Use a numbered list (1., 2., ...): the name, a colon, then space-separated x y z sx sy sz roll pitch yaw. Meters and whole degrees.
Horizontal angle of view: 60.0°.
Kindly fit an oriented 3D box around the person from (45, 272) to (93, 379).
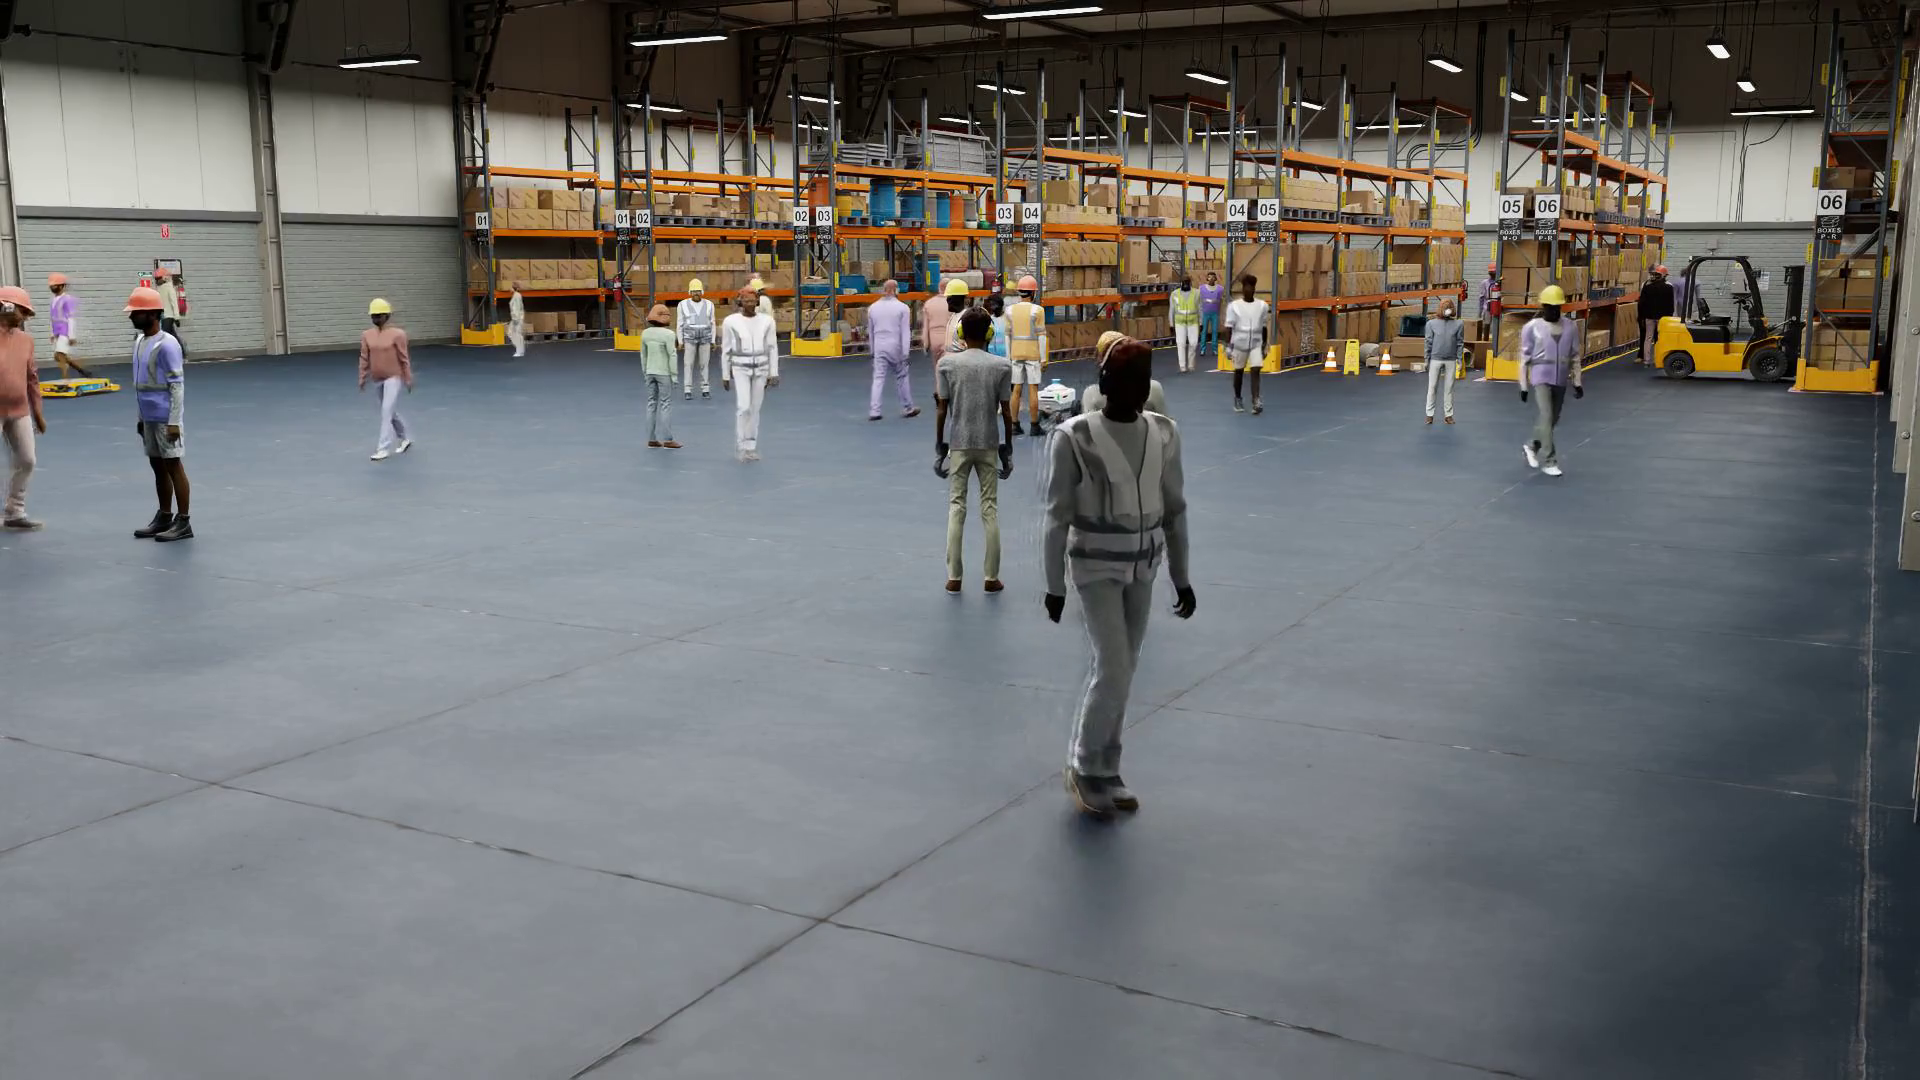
1. person: -14.390 -3.344 26.784 0.566 1.921 0.647 7 12 36

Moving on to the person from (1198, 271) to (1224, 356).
1. person: 5.474 -4.939 36.327 0.565 1.846 0.390 0 10 2

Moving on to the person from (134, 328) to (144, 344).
1. person: -13.967 -3.520 28.651 0.534 1.622 0.427 4 10 22

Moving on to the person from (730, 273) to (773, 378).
1. person: -3.699 -3.824 29.684 0.709 1.887 0.650 -4 11 -23

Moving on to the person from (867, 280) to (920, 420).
1. person: -0.899 -2.540 22.247 0.669 1.858 0.909 5 11 26

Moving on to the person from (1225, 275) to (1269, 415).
1. person: 3.970 -2.696 23.002 0.628 1.907 1.023 0 10 -2

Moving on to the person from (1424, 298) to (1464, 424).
1. person: 6.279 -2.320 21.603 0.505 1.636 0.278 1 10 7

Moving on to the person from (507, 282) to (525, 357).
1. person: -9.613 -4.769 35.990 0.375 1.625 0.516 -5 11 -25

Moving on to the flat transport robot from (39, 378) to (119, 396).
1. flat transport robot: -13.908 -2.399 26.057 0.652 0.197 1.431 1 10 6

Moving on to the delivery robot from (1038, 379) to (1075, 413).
1. delivery robot: 1.263 -1.874 21.879 0.477 0.478 0.707 4 10 22

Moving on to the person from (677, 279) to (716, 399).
1. person: -4.001 -3.052 25.315 0.601 1.830 0.403 -3 10 -19

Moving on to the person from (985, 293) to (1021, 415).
1. person: 0.563 -2.531 22.724 0.537 1.670 0.427 7 12 35

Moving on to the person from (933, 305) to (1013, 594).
1. person: 0.085 -0.572 10.730 0.519 1.861 0.318 0 10 -1

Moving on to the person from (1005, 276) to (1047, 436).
1. person: 0.810 -2.226 20.167 0.542 1.939 0.362 5 11 28

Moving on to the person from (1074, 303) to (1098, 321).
1. person: 3.221 -6.053 42.721 0.638 1.886 1.006 0 10 0

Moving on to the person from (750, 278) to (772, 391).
1. person: -3.266 -3.318 26.936 0.432 1.817 0.594 2 10 14

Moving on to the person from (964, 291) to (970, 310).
1. person: -0.021 -3.417 28.101 0.561 1.614 0.503 -4 10 -20

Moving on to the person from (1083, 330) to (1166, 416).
1. person: 1.033 -0.472 10.557 0.538 1.707 0.902 3 10 19

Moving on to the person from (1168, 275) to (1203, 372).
1. person: 4.232 -4.051 31.177 0.661 1.828 0.487 1 10 6

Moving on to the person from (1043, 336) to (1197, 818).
1. person: 0.630 0.152 6.450 0.576 1.867 0.501 -6 12 -33

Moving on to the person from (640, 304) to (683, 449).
1. person: -3.394 -1.845 18.834 0.501 1.631 0.286 6 12 32

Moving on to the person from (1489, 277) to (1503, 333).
1. person: 13.560 -5.915 42.092 0.529 1.837 0.917 2 10 13

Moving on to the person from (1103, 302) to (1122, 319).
1. person: 4.005 -6.123 43.500 0.532 1.765 0.330 -1 10 -6

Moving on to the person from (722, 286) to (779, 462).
1. person: -2.199 -1.748 17.623 0.573 1.858 0.666 -4 11 -23

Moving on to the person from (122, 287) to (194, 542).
1. person: -6.145 -0.955 12.726 0.543 1.939 0.370 8 12 39

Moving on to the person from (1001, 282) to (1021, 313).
1. person: 0.925 -3.961 31.021 0.504 1.688 0.895 -3 10 -18

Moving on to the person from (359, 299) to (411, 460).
1. person: -6.231 -1.768 18.118 0.540 1.729 0.892 2 10 14

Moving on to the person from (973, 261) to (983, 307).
1. person: 0.450 -7.474 50.621 0.635 2.029 0.524 5 11 29

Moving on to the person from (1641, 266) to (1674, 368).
1. person: 13.533 -4.316 32.266 0.608 1.987 0.391 8 13 40

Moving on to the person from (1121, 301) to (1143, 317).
1. person: 4.454 -6.091 42.813 0.660 1.931 0.509 7 12 37

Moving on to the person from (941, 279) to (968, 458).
1. person: -0.020 -1.838 17.933 0.376 1.924 0.595 -3 10 -17

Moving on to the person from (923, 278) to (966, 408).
1. person: -0.236 -2.838 23.968 0.655 1.877 0.889 4 10 21

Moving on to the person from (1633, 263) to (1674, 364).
1. person: 13.976 -4.569 33.590 0.539 2.000 0.689 -9 13 -43

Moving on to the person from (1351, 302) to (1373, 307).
1. person: 10.674 -6.281 44.080 0.645 1.889 0.634 7 12 37

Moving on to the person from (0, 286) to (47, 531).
1. person: -7.534 -0.986 12.945 0.363 1.948 0.827 5 11 29

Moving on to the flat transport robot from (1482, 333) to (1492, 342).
1. flat transport robot: 13.249 -5.046 41.554 0.652 0.197 1.431 3 10 15

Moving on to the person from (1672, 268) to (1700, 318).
1. person: 18.571 -6.021 42.592 0.660 1.864 1.054 4 11 24

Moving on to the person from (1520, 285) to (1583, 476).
1. person: 5.932 -1.628 16.818 0.595 1.898 0.899 -2 10 -10

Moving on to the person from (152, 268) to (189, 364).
1. person: -15.891 -4.444 33.164 0.633 1.935 1.042 7 12 36

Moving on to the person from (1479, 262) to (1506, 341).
1. person: 11.724 -5.084 36.601 0.615 2.040 0.391 7 12 36
